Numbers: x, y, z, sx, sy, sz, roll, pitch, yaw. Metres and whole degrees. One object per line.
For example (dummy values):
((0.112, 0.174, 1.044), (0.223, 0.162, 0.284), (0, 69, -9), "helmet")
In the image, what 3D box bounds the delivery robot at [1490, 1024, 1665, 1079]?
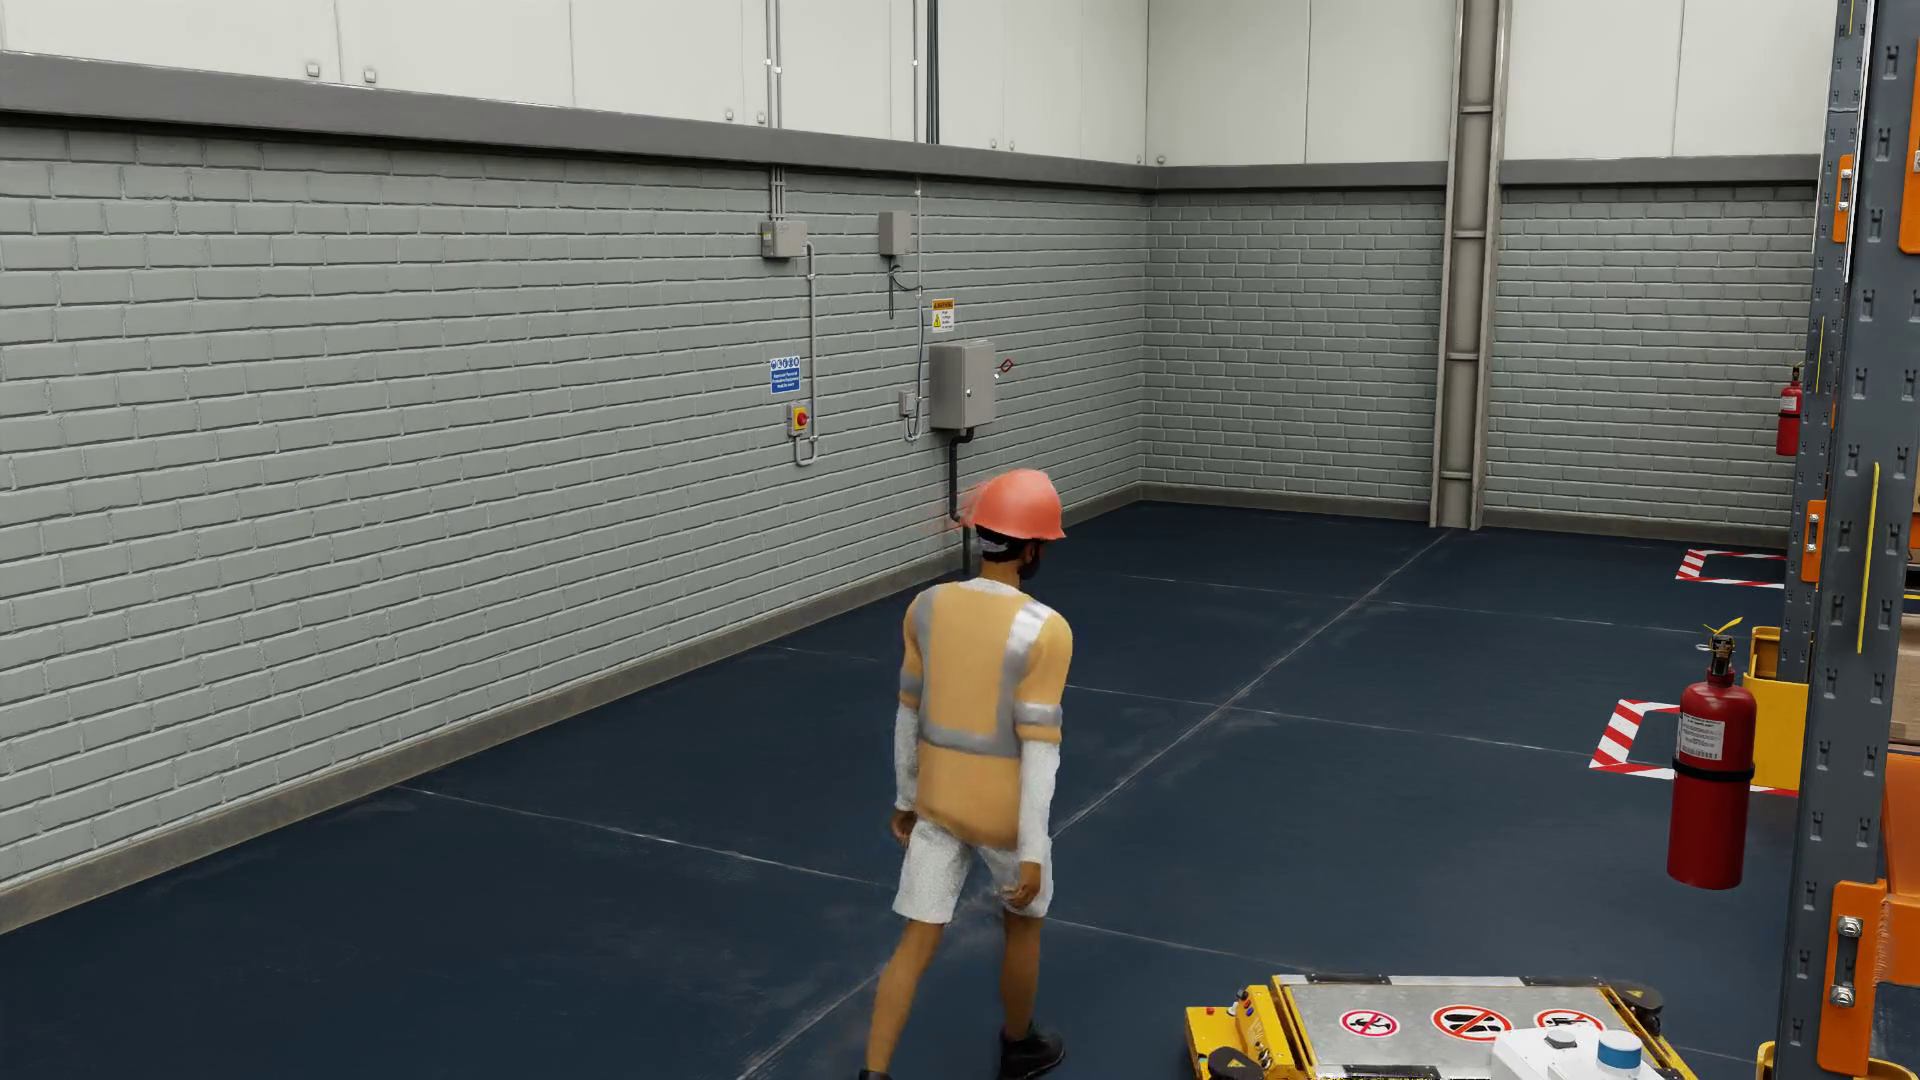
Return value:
((1.614, 1.456, 4.105), (0.477, 0.478, 0.707), (-2, 11, -10), "delivery robot")

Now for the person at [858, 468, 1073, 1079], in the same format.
((-0.003, 0.746, 4.609), (0.588, 1.888, 0.967), (7, 12, 32), "person")

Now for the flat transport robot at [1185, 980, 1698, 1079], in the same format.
((1.413, 1.505, 4.866), (1.431, 0.197, 0.652), (0, 10, 1), "flat transport robot")
